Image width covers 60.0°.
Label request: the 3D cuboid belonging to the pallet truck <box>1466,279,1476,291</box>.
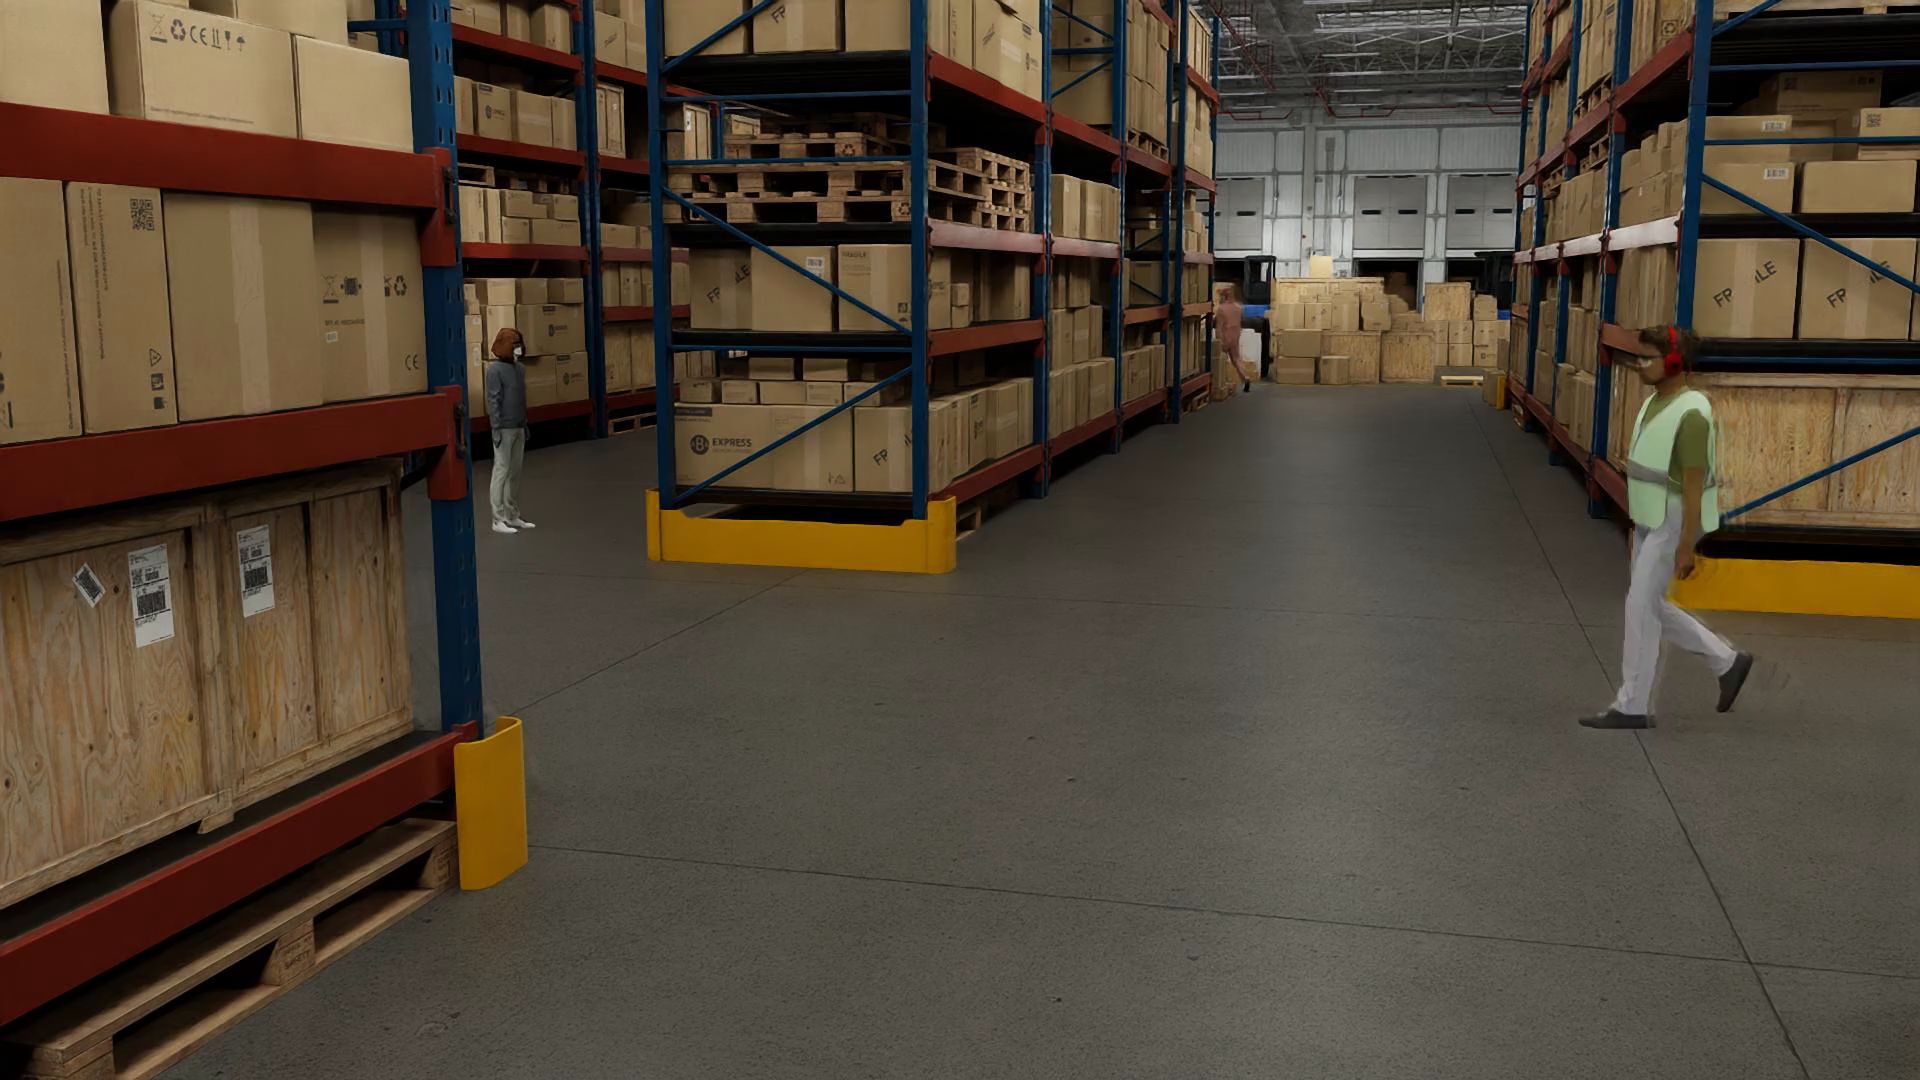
[{"bbox_3d":[18.896,-8.459,60.307,1.885,1.965,0.823,5,10,31],"label":"pallet truck"}]

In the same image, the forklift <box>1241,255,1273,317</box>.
[{"bbox_3d":[10.551,-8.662,58.805,1.129,2.768,1.873,2,9,15],"label":"forklift"}]

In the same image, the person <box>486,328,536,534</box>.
[{"bbox_3d":[-3.589,-0.874,13.275,0.268,1.632,0.507,2,9,15],"label":"person"}]

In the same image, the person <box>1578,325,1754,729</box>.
[{"bbox_3d":[3.200,-0.045,7.421,0.718,1.826,0.569,1,9,5],"label":"person"}]

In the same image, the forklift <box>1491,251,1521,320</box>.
[{"bbox_3d":[16.039,-7.084,48.777,1.129,2.768,1.873,-2,9,-12],"label":"forklift"}]

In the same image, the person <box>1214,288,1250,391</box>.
[{"bbox_3d":[4.817,-3.562,29.706,0.673,1.878,0.841,-6,11,-32],"label":"person"}]
